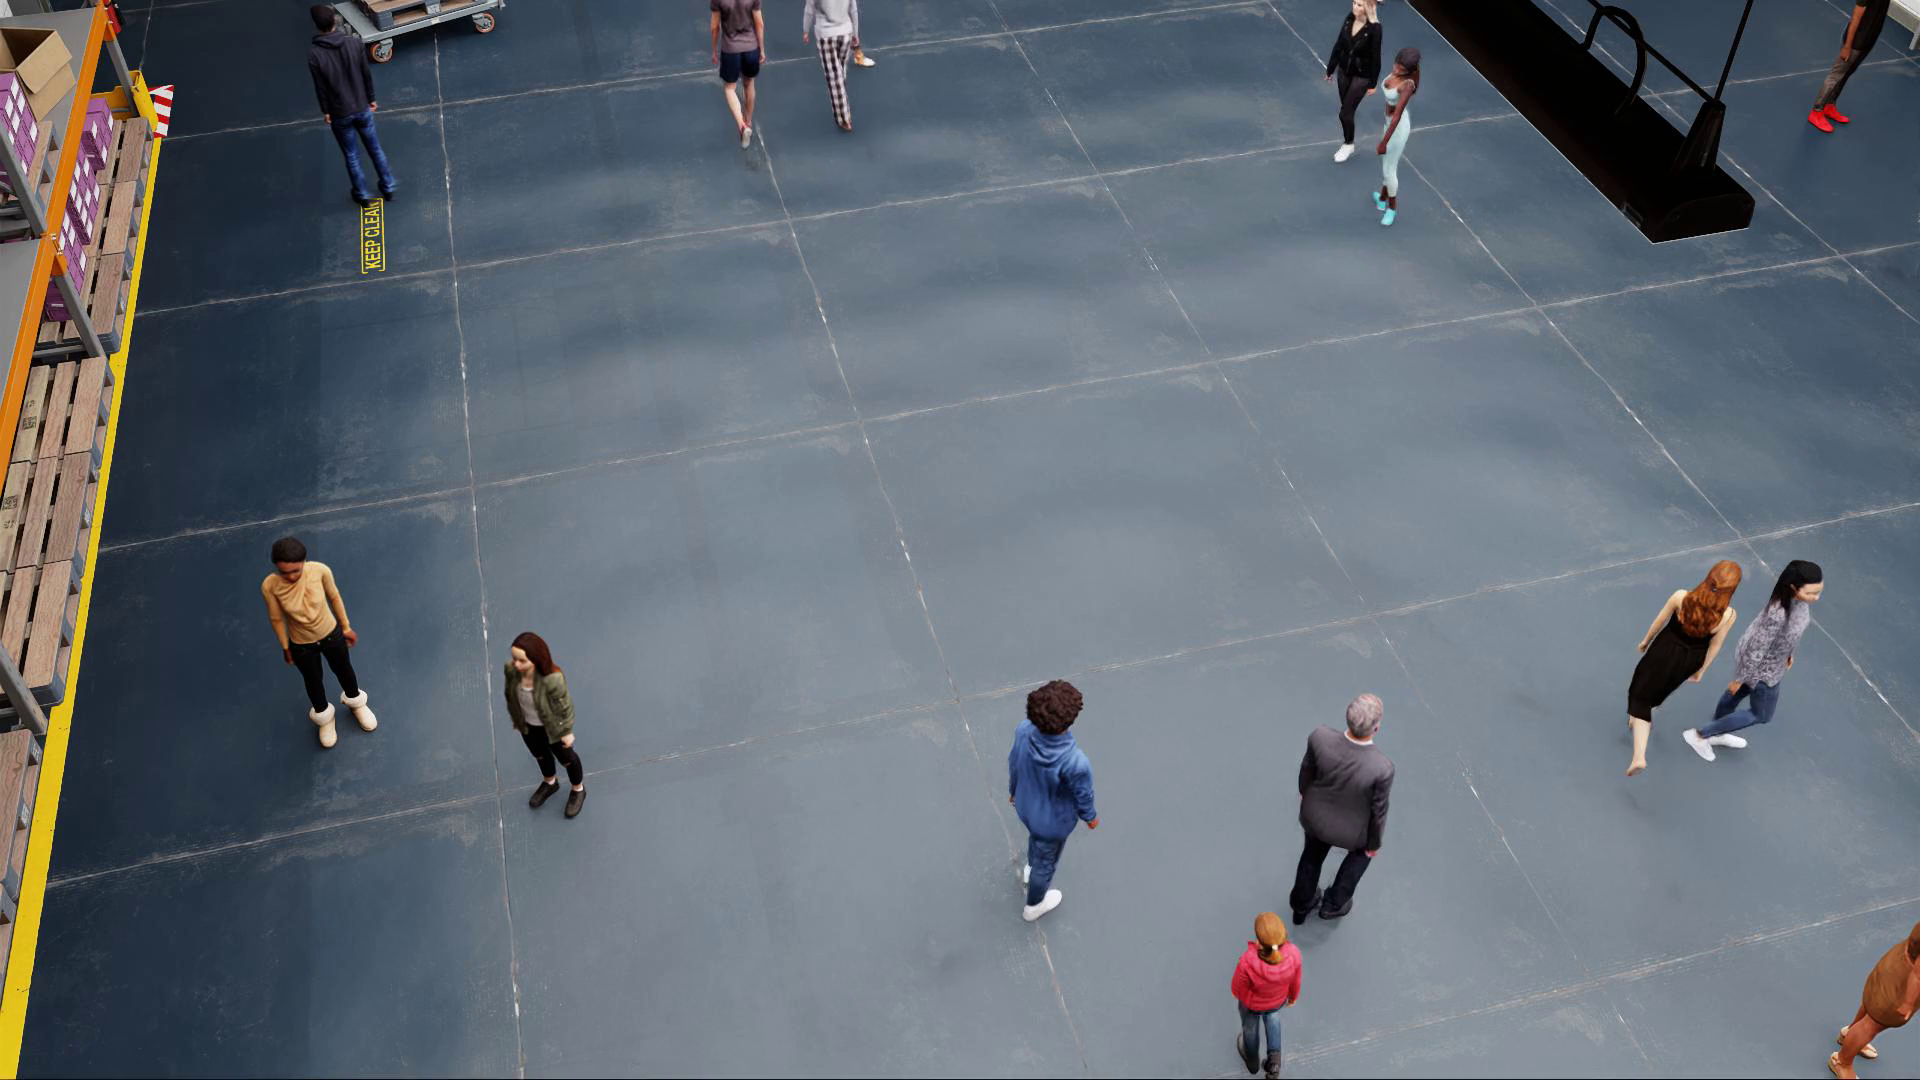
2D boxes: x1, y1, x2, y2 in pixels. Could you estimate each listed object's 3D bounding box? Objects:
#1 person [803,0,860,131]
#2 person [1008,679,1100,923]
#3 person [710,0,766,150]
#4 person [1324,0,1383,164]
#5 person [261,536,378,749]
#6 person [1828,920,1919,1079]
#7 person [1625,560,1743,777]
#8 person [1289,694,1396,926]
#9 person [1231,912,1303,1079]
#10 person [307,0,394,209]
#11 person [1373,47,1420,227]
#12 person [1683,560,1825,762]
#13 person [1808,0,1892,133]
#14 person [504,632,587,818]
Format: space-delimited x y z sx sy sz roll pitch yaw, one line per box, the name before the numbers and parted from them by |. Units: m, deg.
person | -1.171 -4.770 15.855 0.740 1.820 1.057 -17 46 -17
person | 0.430 1.524 9.269 0.857 1.792 0.748 -30 51 -27
person | -2.059 -4.558 15.623 0.678 1.835 1.008 -12 45 -12
person | 3.747 -4.344 15.516 0.789 1.673 0.672 -29 51 -27
person | -4.014 0.593 10.345 0.647 1.657 0.618 -21 47 -20
person | 4.898 2.251 8.580 0.667 1.690 0.643 32 52 29
person | 4.370 0.798 10.178 0.902 1.590 1.075 10 44 10
person | 2.064 1.577 9.193 0.820 1.821 0.916 28 50 27
person | 1.594 2.439 8.663 0.530 1.304 0.605 -5 44 -5
person | -5.457 -3.857 14.848 0.748 1.888 0.739 -31 52 -28
person | 3.868 -3.674 14.796 0.828 1.695 0.614 12 45 12
person | 4.800 0.729 10.153 0.834 1.724 0.775 18 46 18
person | 8.615 -4.829 15.930 0.718 1.804 0.674 -29 51 -27
person | -2.487 1.088 9.957 0.657 1.475 0.684 15 46 15
